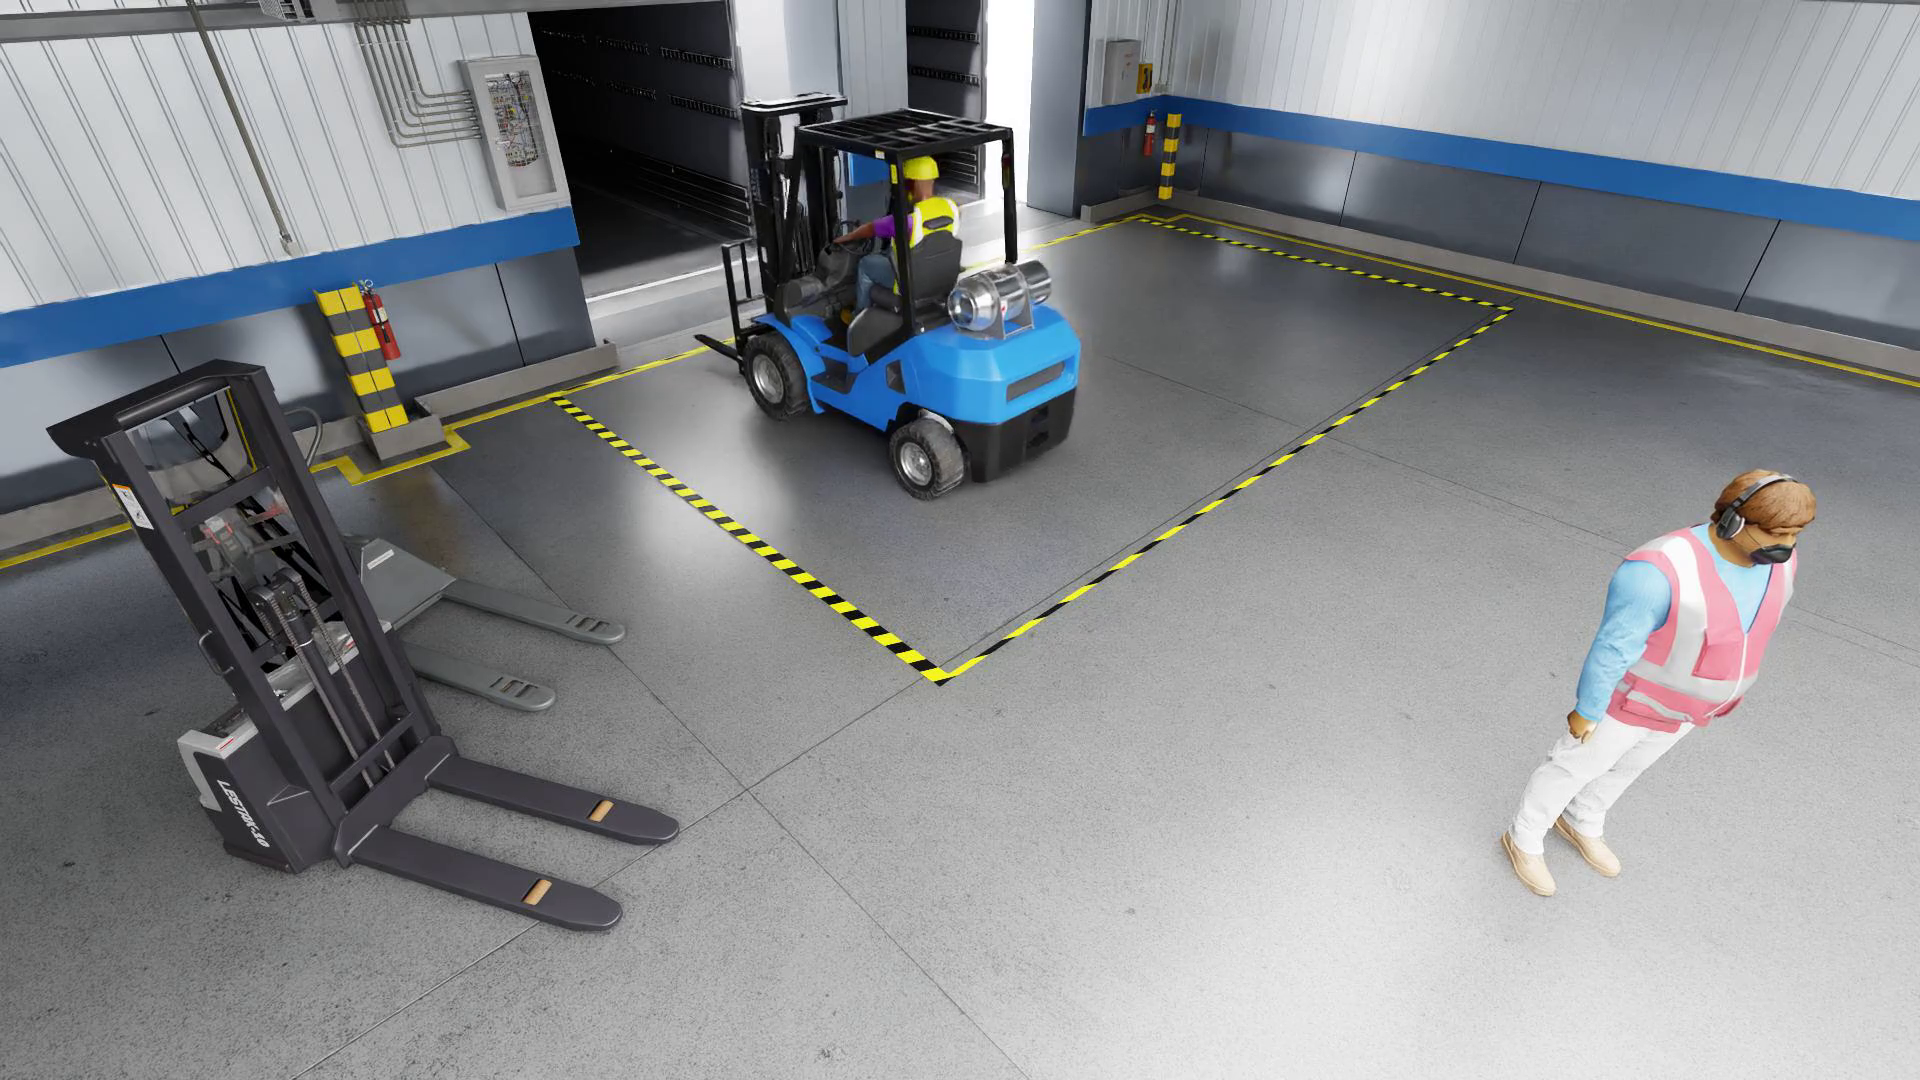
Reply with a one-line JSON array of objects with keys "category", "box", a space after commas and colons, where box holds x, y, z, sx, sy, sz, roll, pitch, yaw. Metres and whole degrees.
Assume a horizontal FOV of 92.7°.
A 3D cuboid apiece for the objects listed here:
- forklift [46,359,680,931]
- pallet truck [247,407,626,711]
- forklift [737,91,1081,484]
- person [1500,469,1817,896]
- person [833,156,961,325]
[{"category": "forklift", "box": [-2.135, 0.422, 3.354, 1.885, 1.965, 0.823, 10, 35, 14]}, {"category": "pallet truck", "box": [-2.628, 0.038, 4.590, 1.601, 1.201, 0.680, 12, 36, 18]}, {"category": "forklift", "box": [-0.435, -1.844, 6.370, 2.680, 2.036, 1.157, 29, 44, 35]}, {"category": "person", "box": [2.481, 0.561, 3.286, 0.633, 1.841, 0.429, -8, 35, -12]}, {"category": "person", "box": [-0.473, -2.026, 6.304, 1.004, 1.294, 0.635, 29, 44, 35]}]
